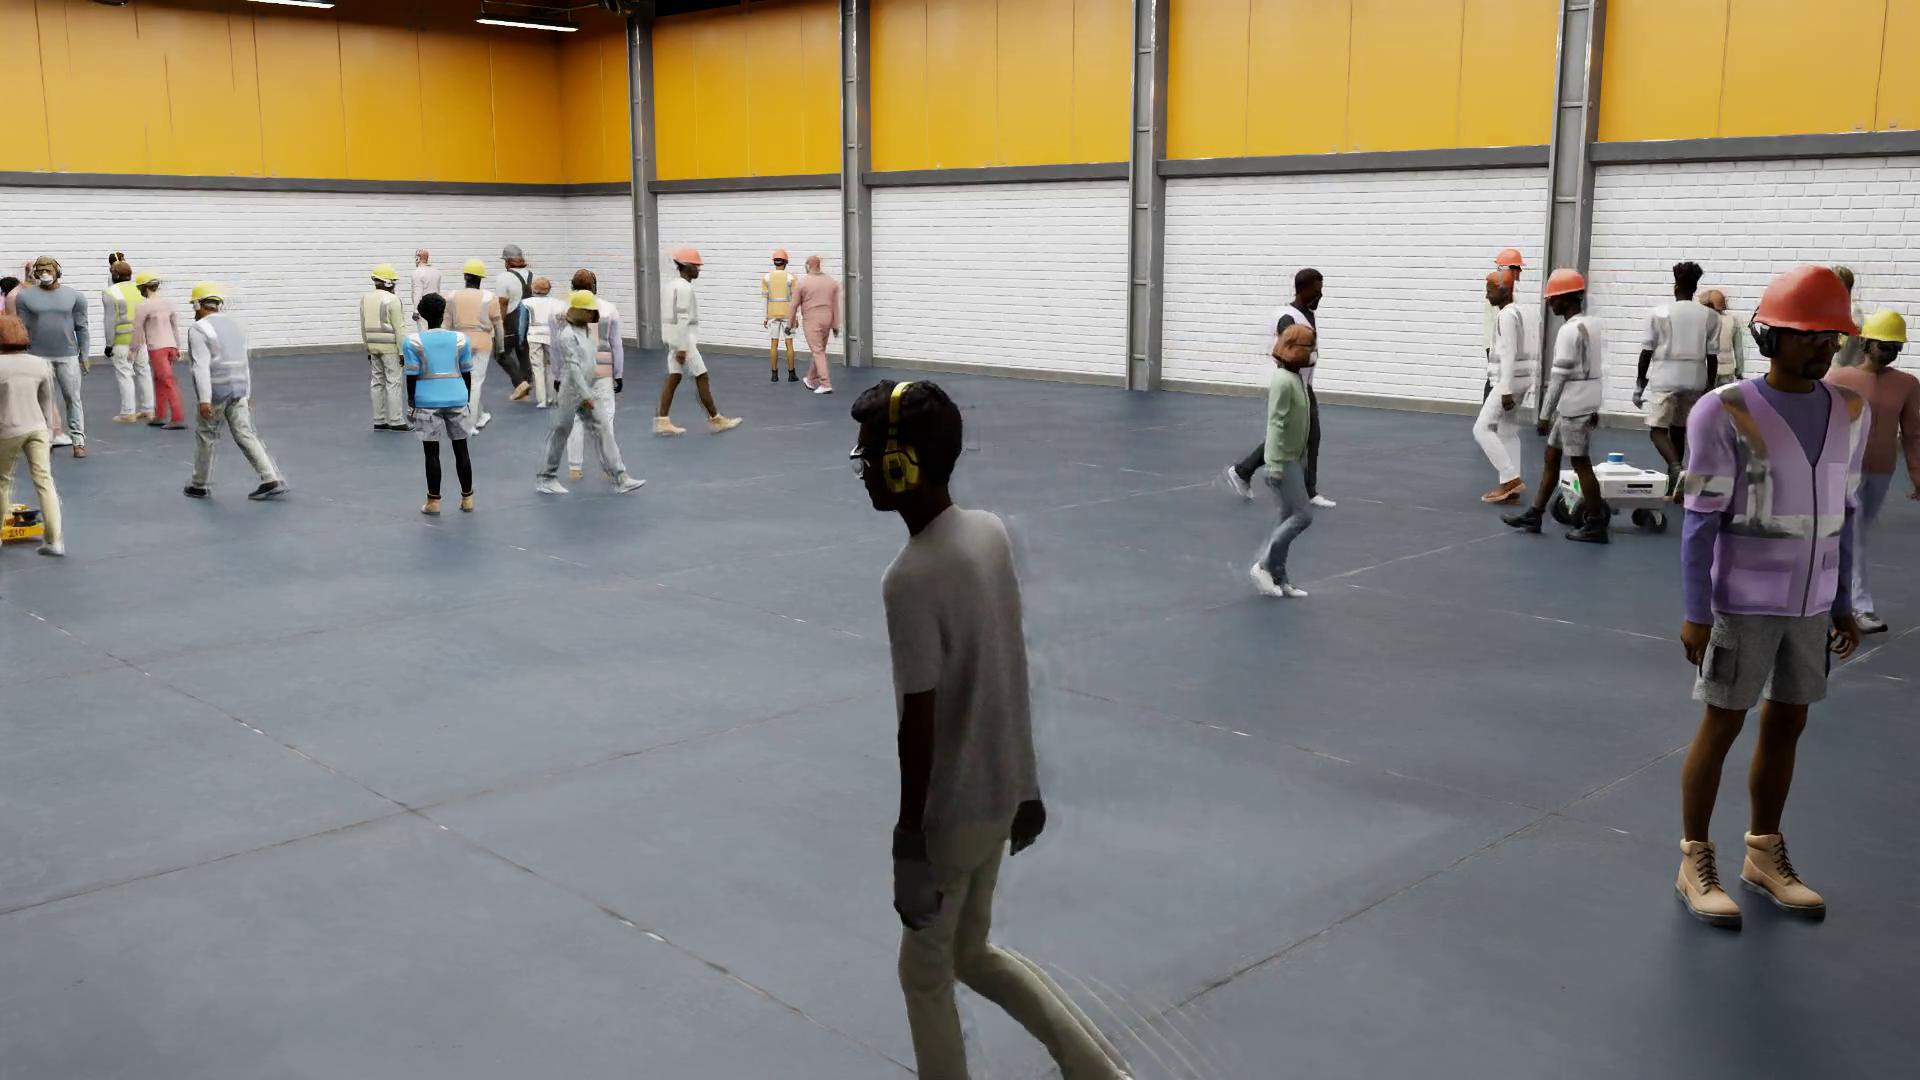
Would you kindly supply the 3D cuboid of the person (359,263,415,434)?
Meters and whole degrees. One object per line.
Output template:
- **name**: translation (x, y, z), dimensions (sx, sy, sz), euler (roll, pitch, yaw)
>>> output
- **person**: translation (-6.190, -2.065, 17.981), dimensions (0.600, 1.827, 0.403), euler (6, 12, 30)

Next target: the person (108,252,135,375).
- **person**: translation (-12.800, -3.450, 25.422), dimensions (0.328, 1.873, 0.508), euler (-8, 13, -36)

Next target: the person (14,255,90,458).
- **person**: translation (-8.666, -1.744, 15.933), dimensions (0.630, 1.940, 0.373), euler (-5, 11, -24)

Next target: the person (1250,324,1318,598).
- **person**: translation (1.941, -0.444, 9.703), dimensions (0.348, 1.620, 0.529), euler (5, 11, 24)

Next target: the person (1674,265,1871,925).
- **person**: translation (2.528, 0.183, 5.145), dimensions (0.615, 2.040, 0.381), euler (-3, 11, -13)

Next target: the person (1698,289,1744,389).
- **person**: translation (7.238, -1.576, 15.897), dimensions (0.568, 1.616, 0.407), euler (-1, 10, -8)

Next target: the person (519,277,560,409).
- **person**: translation (-5.200, -2.445, 20.659), dimensions (0.531, 1.608, 0.741), euler (-4, 11, -20)

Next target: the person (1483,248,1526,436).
- **person**: translation (5.601, -2.002, 17.184), dimensions (0.391, 1.995, 0.613), euler (4, 11, 21)

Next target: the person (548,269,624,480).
- **person**: translation (-3.252, -1.441, 14.547), dimensions (0.632, 1.843, 0.429), euler (-1, 10, -6)

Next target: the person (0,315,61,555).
- **person**: translation (-6.362, -0.701, 11.159), dimensions (0.845, 1.589, 0.527), euler (6, 12, 30)

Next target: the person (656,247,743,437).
- **person**: translation (-2.810, -2.098, 17.694), dimensions (1.001, 1.995, 0.634), euler (-4, 11, -21)

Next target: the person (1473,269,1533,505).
- **person**: translation (4.319, -1.204, 13.190), dimensions (0.422, 1.862, 0.611), euler (5, 12, 27)

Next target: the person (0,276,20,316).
- **person**: translation (-10.110, -1.982, 17.901), dimensions (0.320, 1.692, 0.531), euler (0, 10, 0)

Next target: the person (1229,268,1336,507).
- **person**: translation (2.571, -1.201, 13.141), dimensions (0.788, 1.887, 0.641), euler (6, 12, 31)

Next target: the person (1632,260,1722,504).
- **person**: translation (5.701, -1.233, 13.143), dimensions (0.621, 1.940, 0.804), euler (0, 10, -1)

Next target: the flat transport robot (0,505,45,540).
- **flat transport robot**: translation (-7.187, -0.156, 11.823), dimensions (1.431, 0.197, 0.652), euler (7, 13, 35)

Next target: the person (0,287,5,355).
- **person**: translation (-10.913, -2.263, 18.839), dimensions (0.451, 1.904, 0.623), euler (0, 10, -2)

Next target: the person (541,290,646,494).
- **person**: translation (-3.083, -1.193, 13.616), dimensions (0.942, 1.686, 0.476), euler (4, 11, 23)

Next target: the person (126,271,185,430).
- **person**: translation (-8.879, -2.082, 18.318), dimensions (0.718, 1.724, 0.549), euler (2, 11, 13)

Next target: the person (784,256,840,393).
- **person**: translation (-1.997, -2.933, 22.683), dimensions (0.663, 1.842, 1.012), euler (-7, 12, -33)

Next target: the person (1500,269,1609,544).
- **person**: translation (4.160, -0.930, 11.611), dimensions (0.908, 1.891, 0.567), euler (7, 13, 34)

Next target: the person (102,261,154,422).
- **person**: translation (-9.545, -2.270, 19.071), dimensions (0.429, 1.840, 0.633), euler (4, 11, 22)

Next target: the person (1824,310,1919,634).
- **person**: translation (4.900, -0.356, 8.914), dimensions (0.548, 1.720, 0.868), euler (-1, 10, -3)

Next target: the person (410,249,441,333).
- **person**: translation (-8.601, -3.706, 26.718), dimensions (0.402, 1.906, 0.652), euler (3, 11, 17)

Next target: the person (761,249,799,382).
- **person**: translation (-2.614, -3.272, 24.302), dimensions (0.547, 1.926, 0.389), euler (1, 10, 4)

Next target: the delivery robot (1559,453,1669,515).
- **delivery robot**: translation (4.738, -0.387, 12.051), dimensions (0.707, 0.478, 0.477), euler (0, 10, -1)

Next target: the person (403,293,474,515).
- **person**: translation (-3.977, -1.036, 12.728), dimensions (0.533, 1.698, 0.322), euler (-7, 12, -32)

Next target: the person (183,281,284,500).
- **person**: translation (-5.921, -1.193, 13.405), dimensions (0.917, 1.777, 0.649), euler (4, 11, 20)

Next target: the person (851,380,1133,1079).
- **person**: translation (0.074, 0.576, 3.548), dimensions (0.598, 1.841, 0.561), euler (5, 11, 25)

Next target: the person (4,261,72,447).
- **person**: translation (-9.201, -1.862, 16.759), dimensions (0.855, 1.867, 0.658), euler (0, 10, 0)

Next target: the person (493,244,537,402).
- **person**: translation (-5.681, -2.767, 21.231), dimensions (0.536, 2.000, 0.711), euler (6, 12, 31)

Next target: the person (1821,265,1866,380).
- **person**: translation (6.488, -1.111, 12.575), dimensions (0.938, 1.898, 0.648), euler (5, 12, 27)

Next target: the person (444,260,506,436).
- **person**: translation (-5.239, -2.082, 17.974), dimensions (0.596, 1.861, 1.032), euler (1, 10, 3)
